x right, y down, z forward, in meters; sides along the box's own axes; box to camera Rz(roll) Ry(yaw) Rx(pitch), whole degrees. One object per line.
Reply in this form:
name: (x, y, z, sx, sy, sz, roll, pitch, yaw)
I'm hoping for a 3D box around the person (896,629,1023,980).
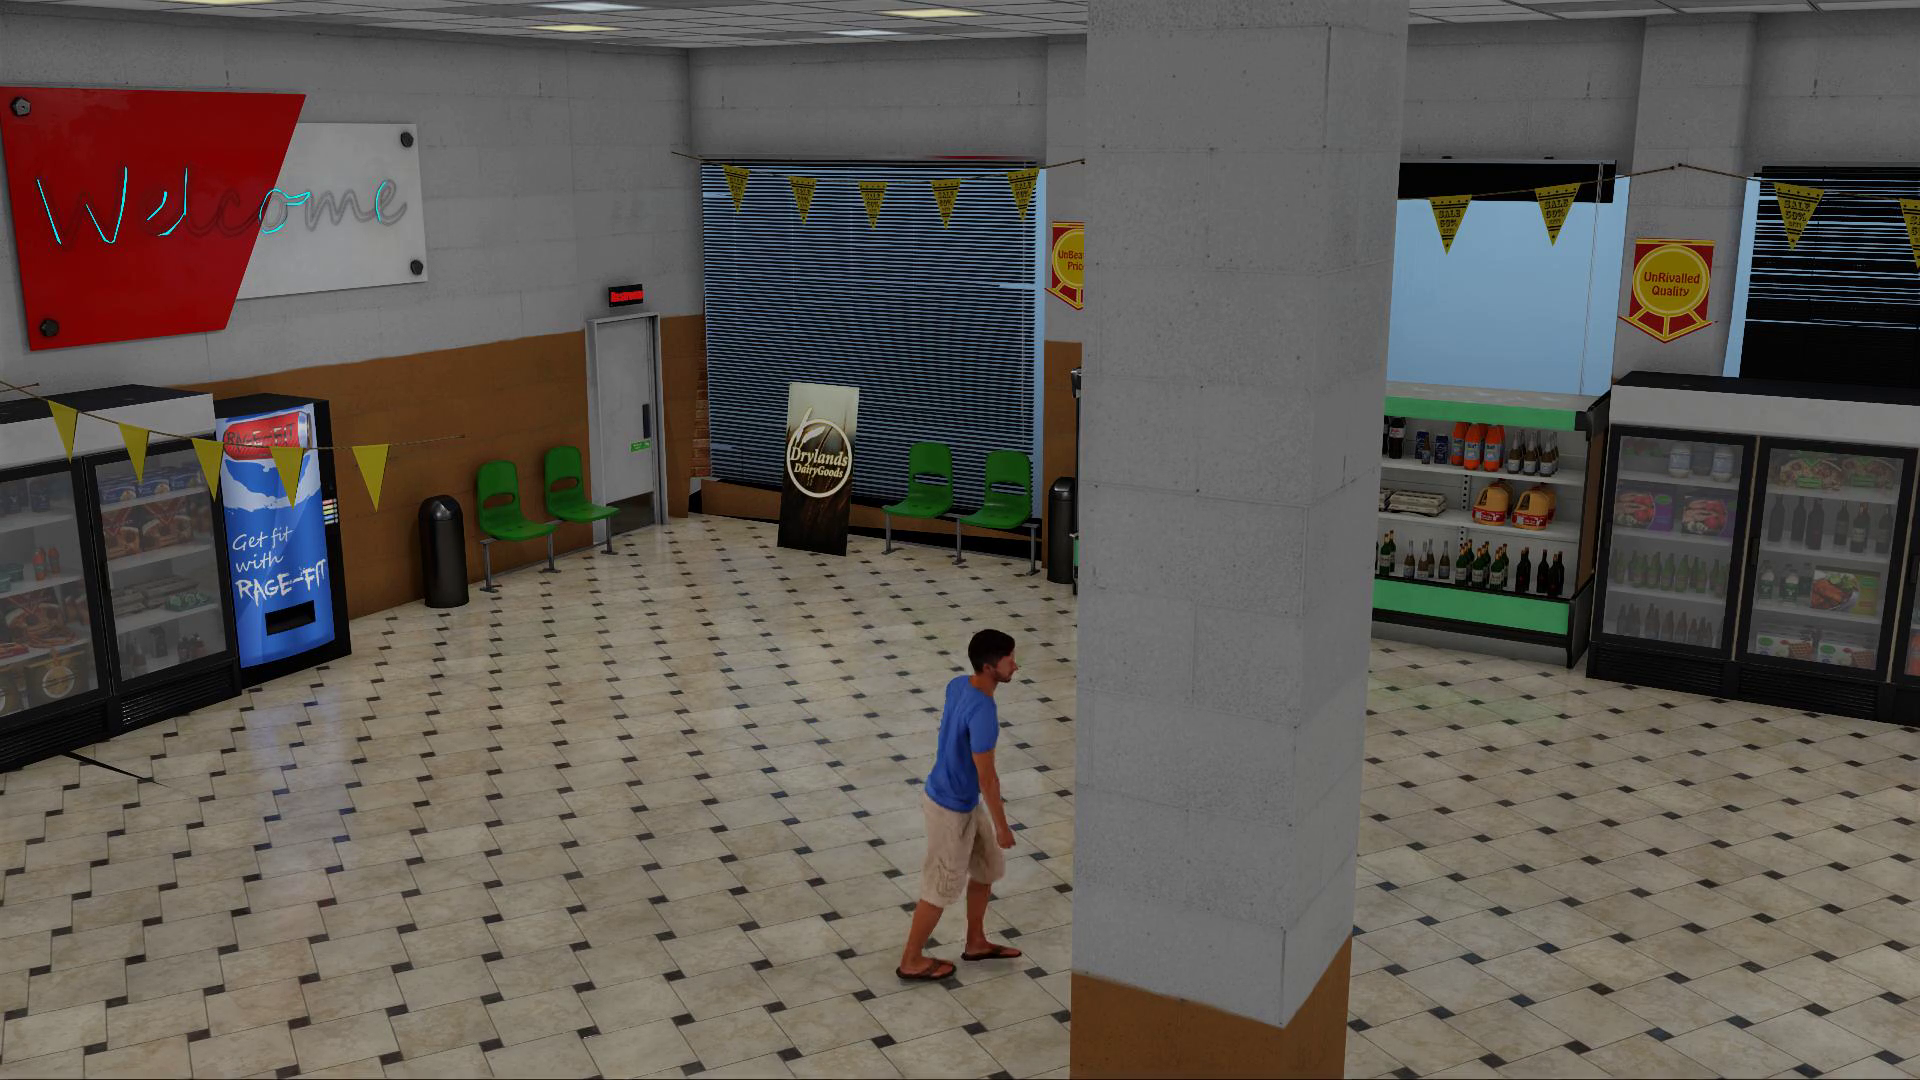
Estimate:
person: (-0.086, 1.312, 8.140, 1.025, 1.814, 0.943, -4, 14, -16)
